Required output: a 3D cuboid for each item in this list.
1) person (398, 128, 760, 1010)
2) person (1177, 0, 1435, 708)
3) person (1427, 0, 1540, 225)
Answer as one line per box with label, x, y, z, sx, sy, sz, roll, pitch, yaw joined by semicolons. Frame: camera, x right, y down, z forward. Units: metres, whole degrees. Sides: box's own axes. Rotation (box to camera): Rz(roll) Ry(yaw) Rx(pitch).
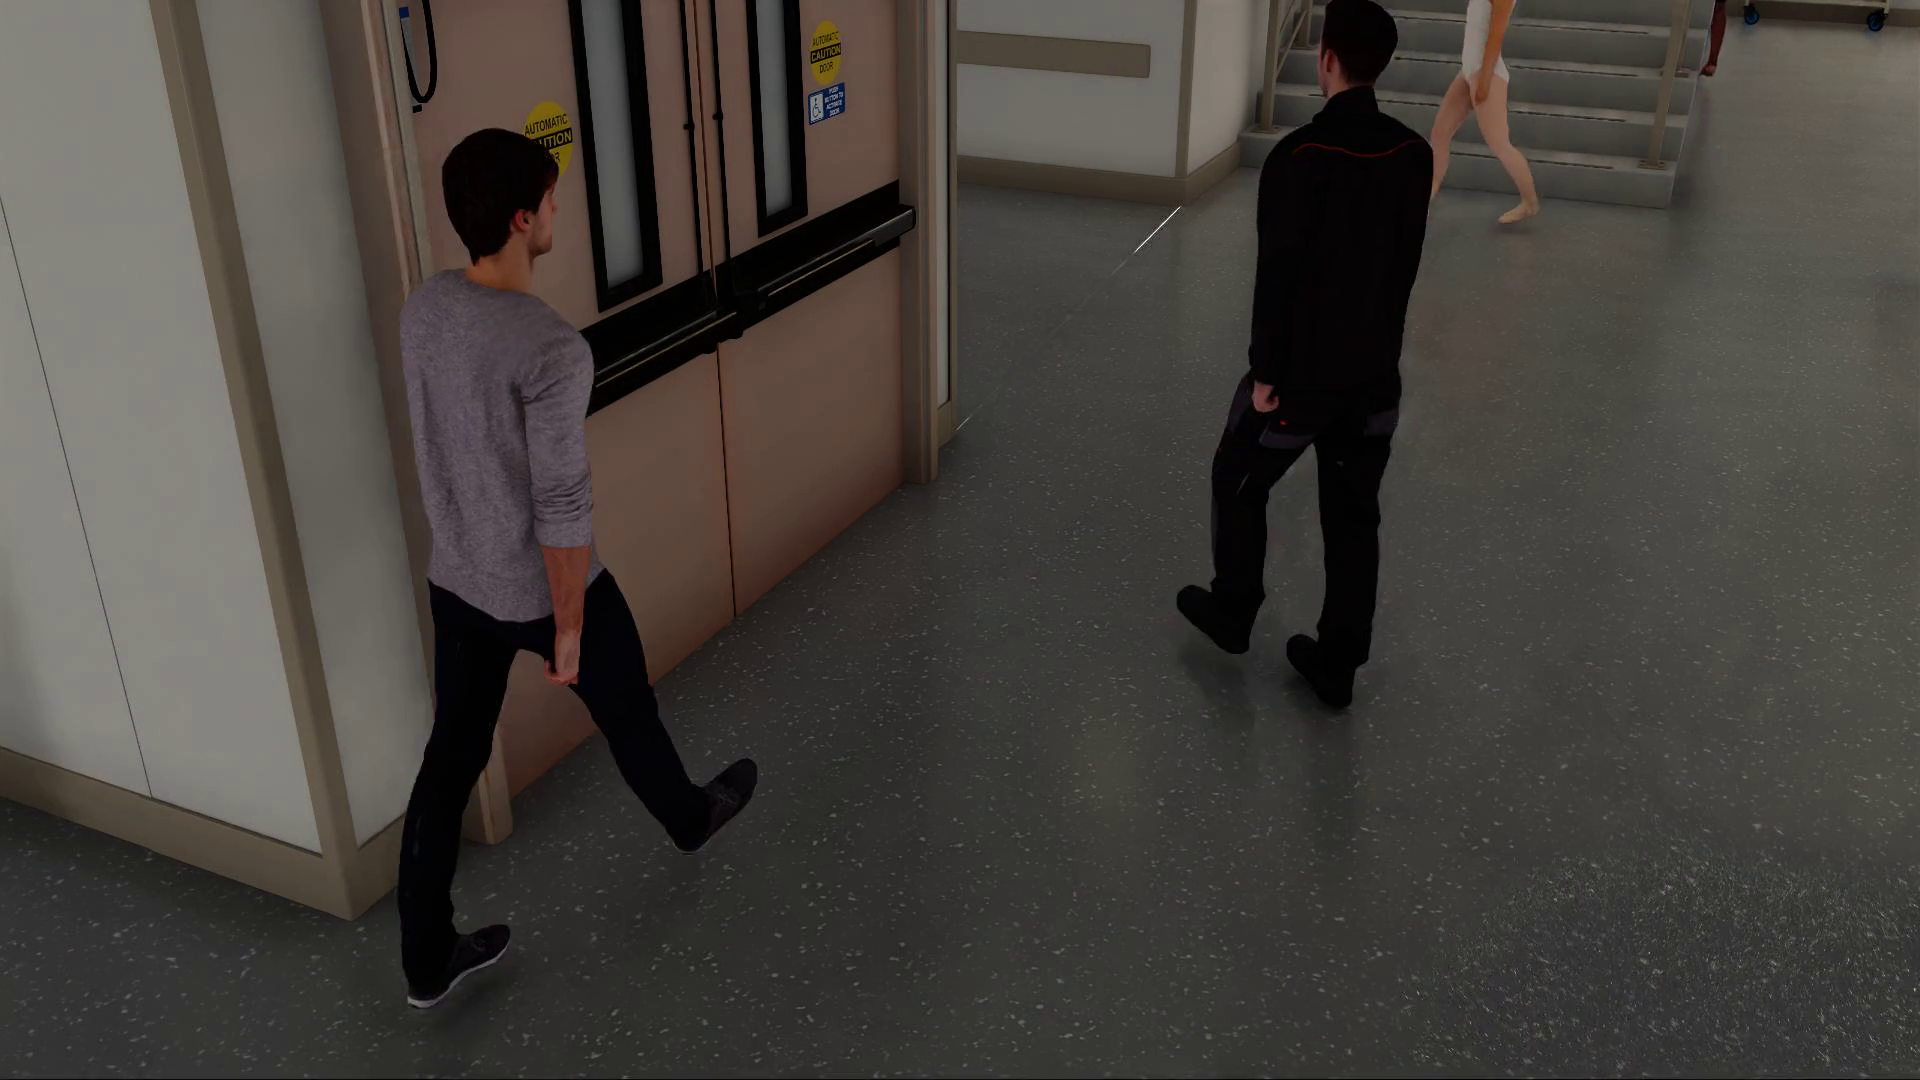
person;-0.970;0.142;3.359;0.776;1.781;1.226;15;30;29
person;1.000;-0.414;4.390;0.985;1.887;1.046;-9;27;-18
person;2.899;-2.464;8.968;0.934;1.604;1.052;-1;26;-1
